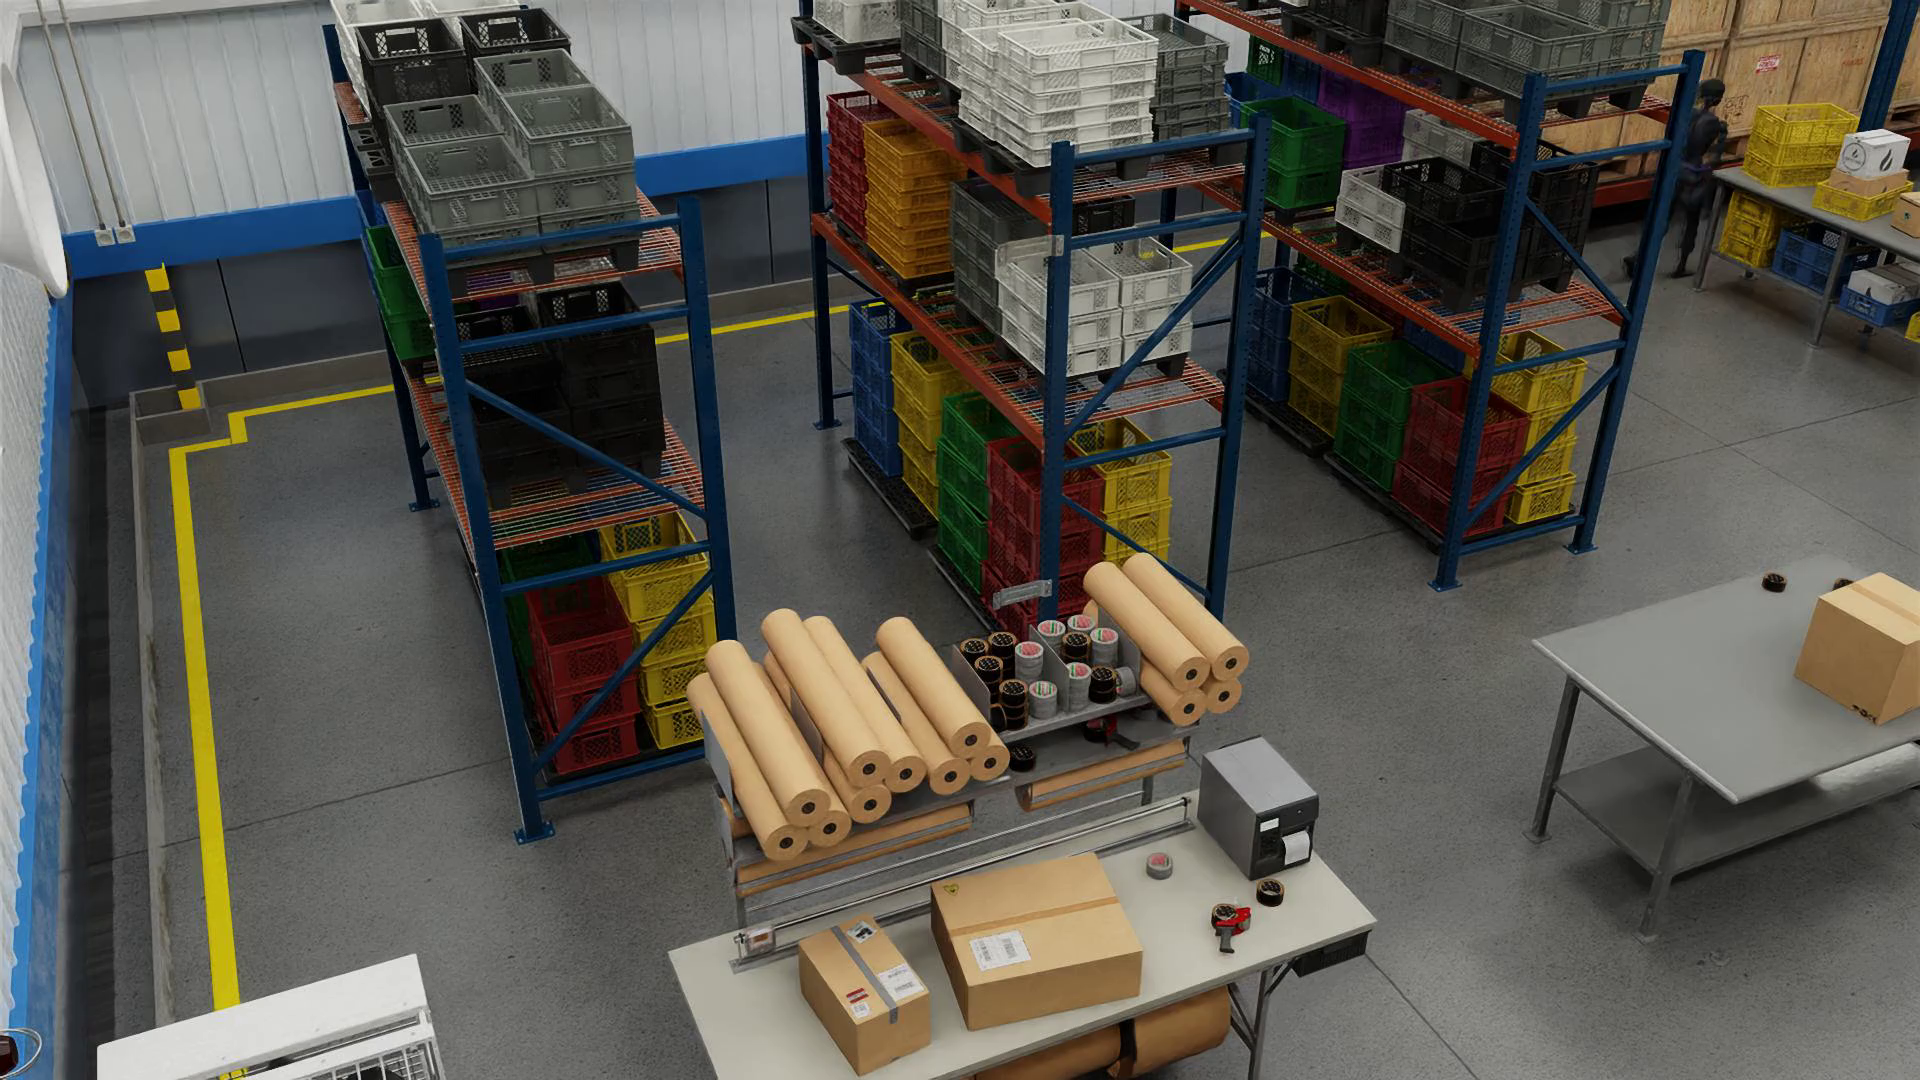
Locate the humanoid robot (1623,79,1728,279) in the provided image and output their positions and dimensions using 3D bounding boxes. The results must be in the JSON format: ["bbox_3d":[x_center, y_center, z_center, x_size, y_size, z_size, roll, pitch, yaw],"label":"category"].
[{"bbox_3d":[5.768,-2.864,13.292,0.619,1.637,0.594,-14,34,-21],"label":"humanoid robot"}]
